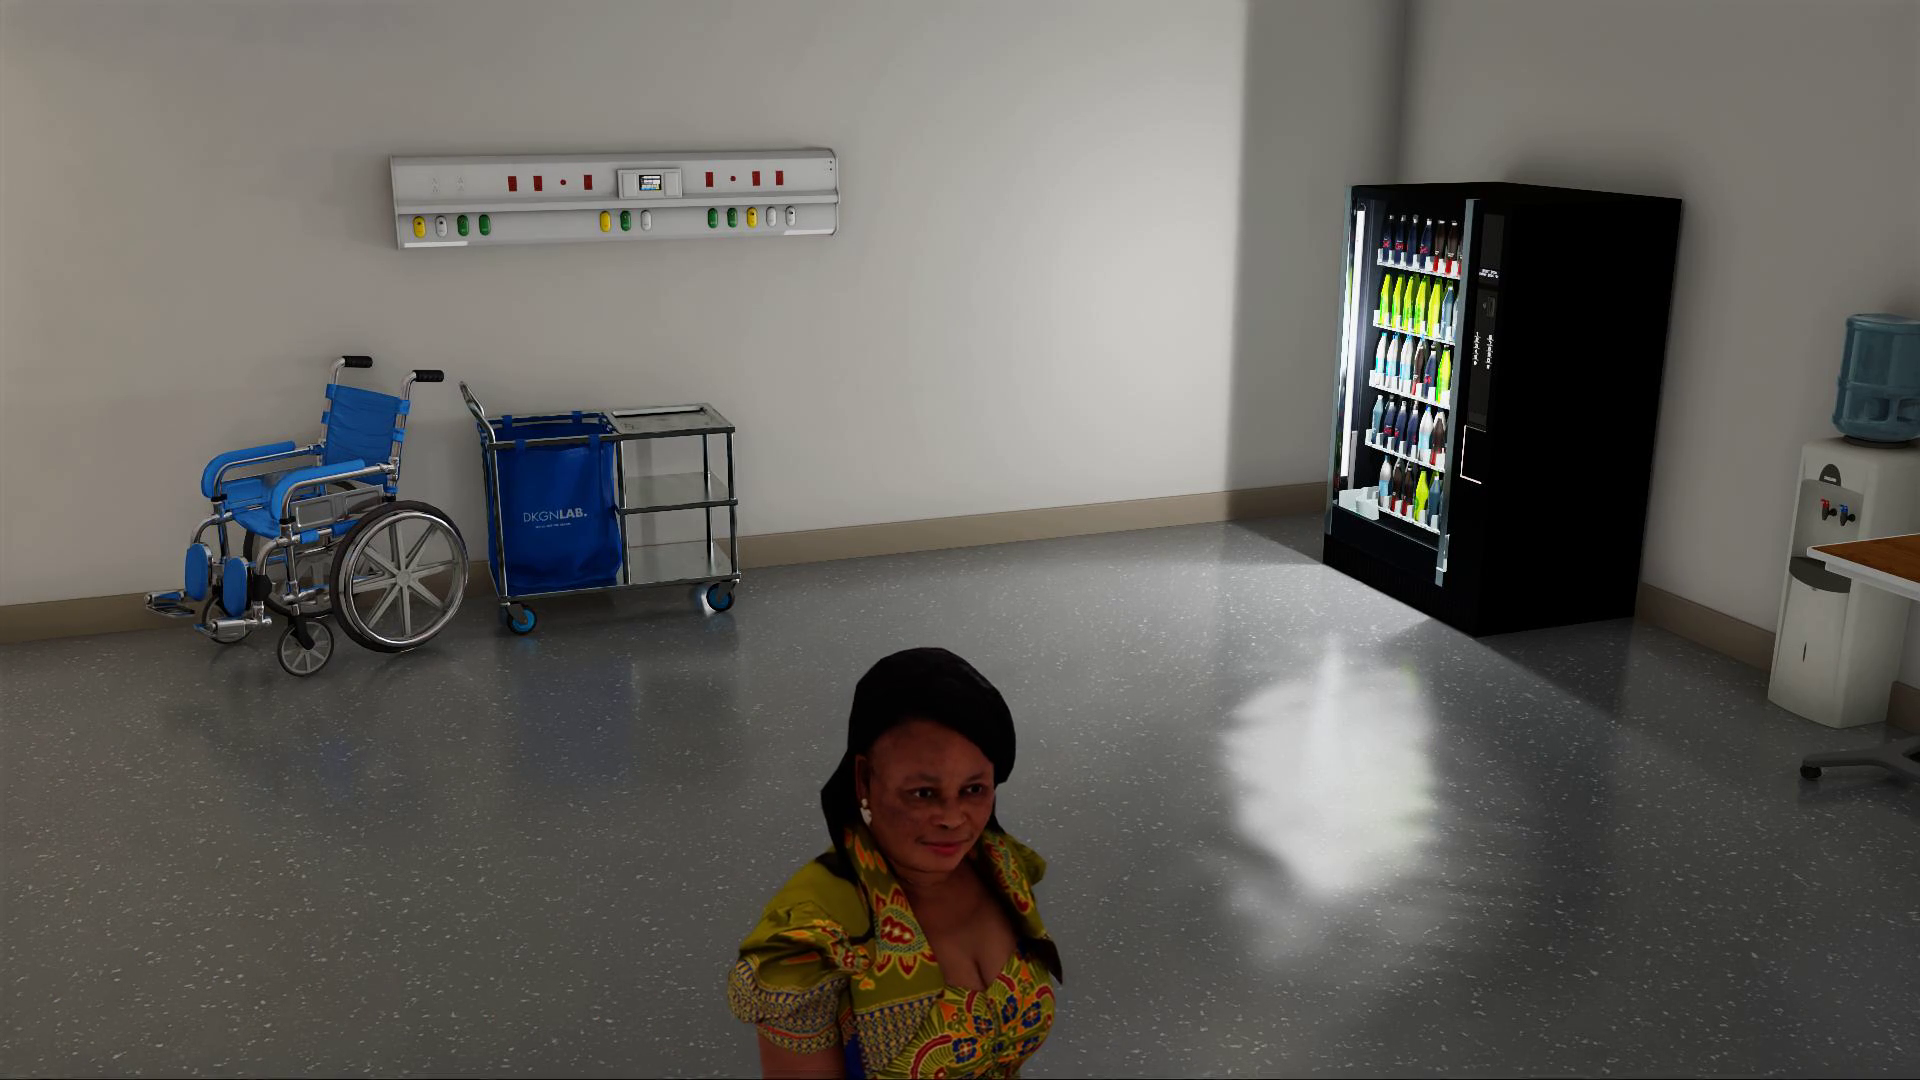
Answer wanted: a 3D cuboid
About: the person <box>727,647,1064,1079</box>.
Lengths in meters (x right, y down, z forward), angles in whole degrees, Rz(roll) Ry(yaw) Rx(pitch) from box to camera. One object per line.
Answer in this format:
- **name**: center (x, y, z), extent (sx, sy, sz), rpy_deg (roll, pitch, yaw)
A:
- **person**: center (-0.082, 0.929, 2.272), extent (1.012, 1.658, 1.001), rpy_deg (12, 20, 36)
